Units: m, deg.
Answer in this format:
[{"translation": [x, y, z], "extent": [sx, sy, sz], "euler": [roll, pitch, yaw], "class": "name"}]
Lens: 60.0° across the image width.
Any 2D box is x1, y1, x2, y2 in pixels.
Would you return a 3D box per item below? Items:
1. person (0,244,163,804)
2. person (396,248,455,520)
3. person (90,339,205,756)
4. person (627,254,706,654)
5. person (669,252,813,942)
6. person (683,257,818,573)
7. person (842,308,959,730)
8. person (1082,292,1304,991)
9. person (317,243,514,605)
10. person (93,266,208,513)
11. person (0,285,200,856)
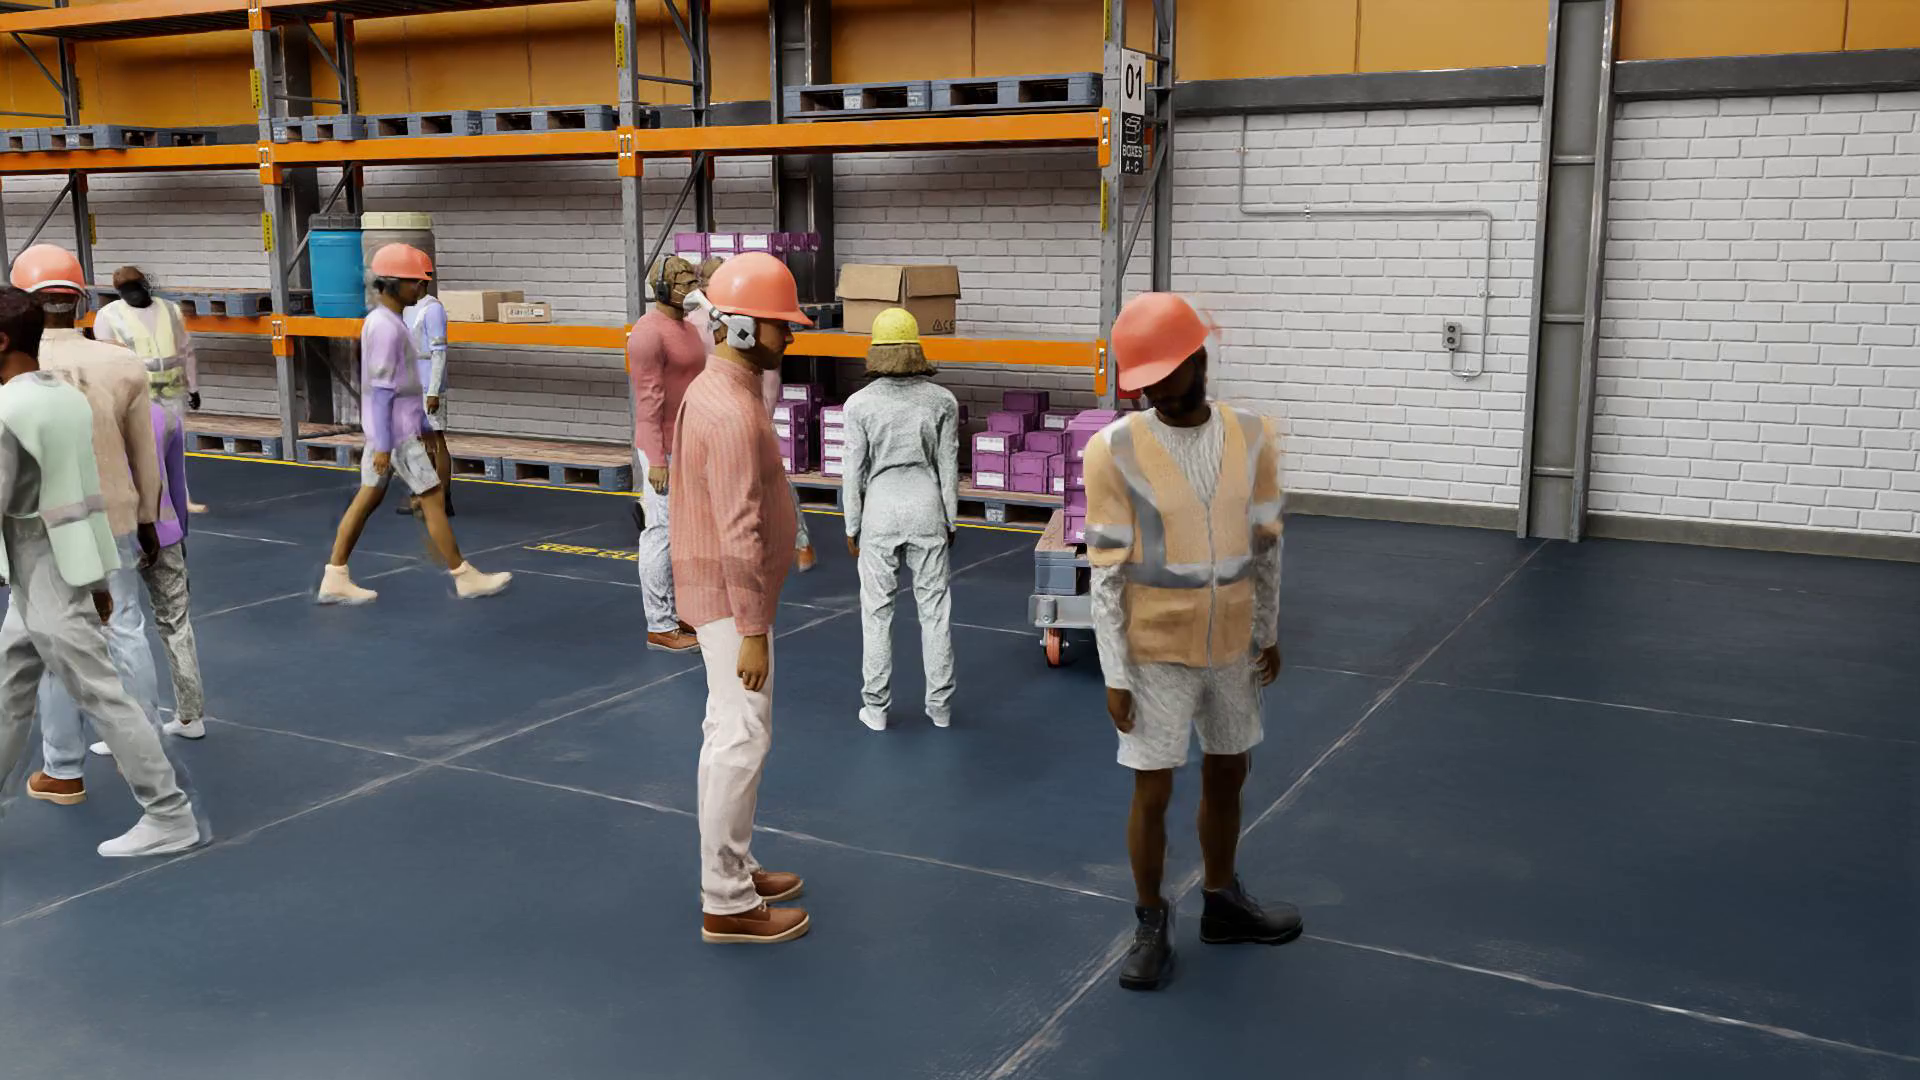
[{"translation": [-3.192, -0.053, 5.987], "extent": [0.381, 1.994, 0.622], "euler": [8, 13, 39], "class": "person"}, {"translation": [-3.878, -1.116, 11.974], "extent": [0.354, 1.939, 0.545], "euler": [-9, 14, -40], "class": "person"}, {"translation": [-3.253, 0.032, 6.531], "extent": [0.317, 1.630, 0.513], "euler": [6, 12, 30], "class": "person"}, {"translation": [-1.402, -0.426, 8.189], "extent": [0.373, 1.940, 0.628], "euler": [2, 11, 10], "class": "person"}, {"translation": [-0.617, 0.179, 4.772], "extent": [0.411, 1.980, 0.625], "euler": [-3, 11, -13], "class": "person"}, {"translation": [-1.301, -0.728, 9.966], "extent": [0.836, 1.905, 0.563], "euler": [2, 11, 11], "class": "person"}, {"translation": [-0.247, -0.080, 6.862], "extent": [0.486, 1.738, 0.322], "euler": [-2, 11, -11], "class": "person"}, {"translation": [0.675, 0.281, 4.478], "extent": [0.739, 1.888, 0.435], "euler": [-4, 11, -20], "class": "person"}, {"translation": [-3.082, -0.617, 9.142], "extent": [1.055, 1.991, 0.616], "euler": [-4, 11, -21], "class": "person"}, {"translation": [-5.841, -1.059, 12.021], "extent": [0.430, 1.818, 0.694], "euler": [9, 13, 39], "class": "person"}, {"translation": [-2.998, 0.131, 5.325], "extent": [1.000, 1.861, 0.605], "euler": [-2, 11, -11], "class": "person"}]
